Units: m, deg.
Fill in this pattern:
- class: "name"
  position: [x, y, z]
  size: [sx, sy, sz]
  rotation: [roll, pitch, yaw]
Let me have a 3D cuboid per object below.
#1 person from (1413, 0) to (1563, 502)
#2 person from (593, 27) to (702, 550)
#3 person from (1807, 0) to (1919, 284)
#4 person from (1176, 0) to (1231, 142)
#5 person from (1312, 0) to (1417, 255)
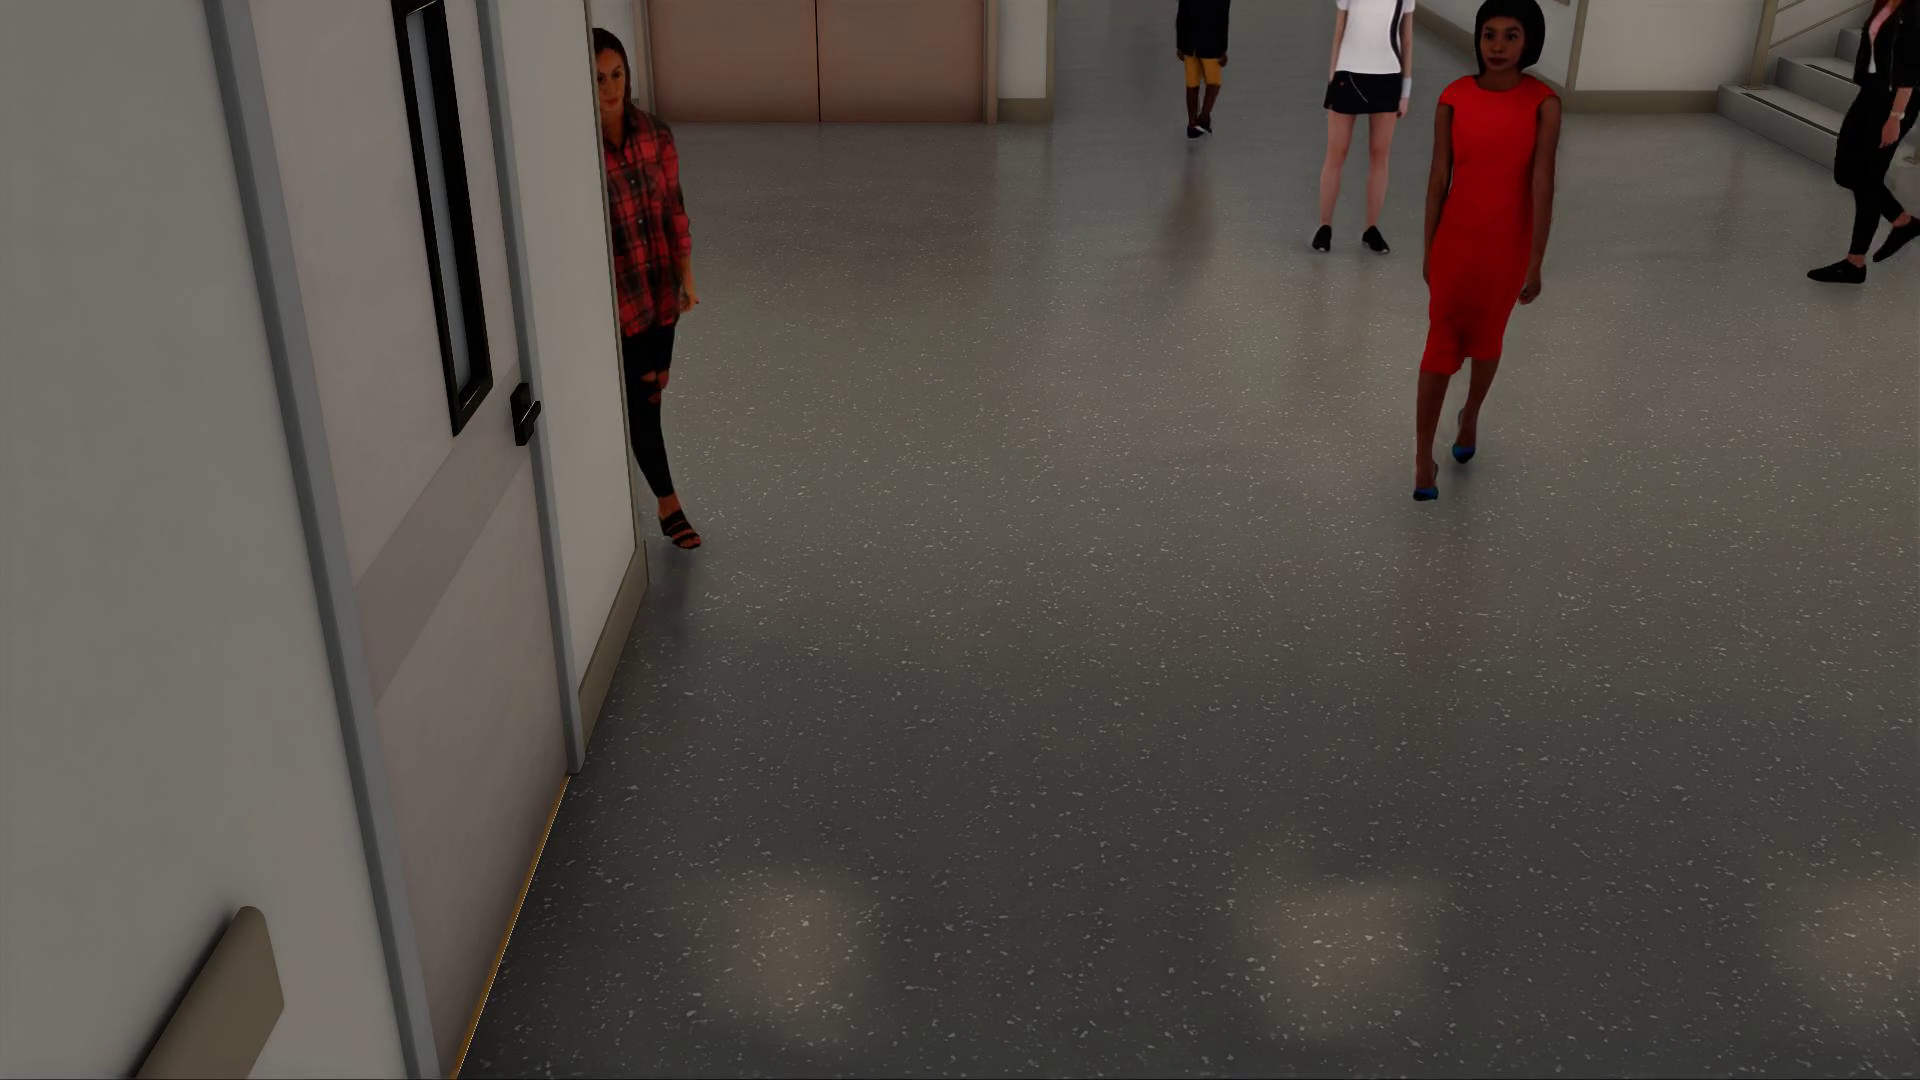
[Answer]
- class: "person"
  position: [1.854, -1.012, 5.855]
  size: [1.091, 1.705, 0.874]
  rotation: [8, 27, 17]
- class: "person"
  position: [-1.139, -0.819, 5.487]
  size: [1.106, 1.675, 1.051]
  rotation: [23, 34, 39]
- class: "person"
  position: [4.590, -2.081, 8.079]
  size: [0.794, 1.697, 0.628]
  rotation: [1, 26, 2]
- class: "person"
  position: [1.607, -3.310, 11.125]
  size: [0.563, 1.265, 0.669]
  rotation: [10, 28, 20]
- class: "person"
  position: [2.085, -2.332, 8.547]
  size: [0.513, 1.743, 0.659]
  rotation: [2, 26, 5]
